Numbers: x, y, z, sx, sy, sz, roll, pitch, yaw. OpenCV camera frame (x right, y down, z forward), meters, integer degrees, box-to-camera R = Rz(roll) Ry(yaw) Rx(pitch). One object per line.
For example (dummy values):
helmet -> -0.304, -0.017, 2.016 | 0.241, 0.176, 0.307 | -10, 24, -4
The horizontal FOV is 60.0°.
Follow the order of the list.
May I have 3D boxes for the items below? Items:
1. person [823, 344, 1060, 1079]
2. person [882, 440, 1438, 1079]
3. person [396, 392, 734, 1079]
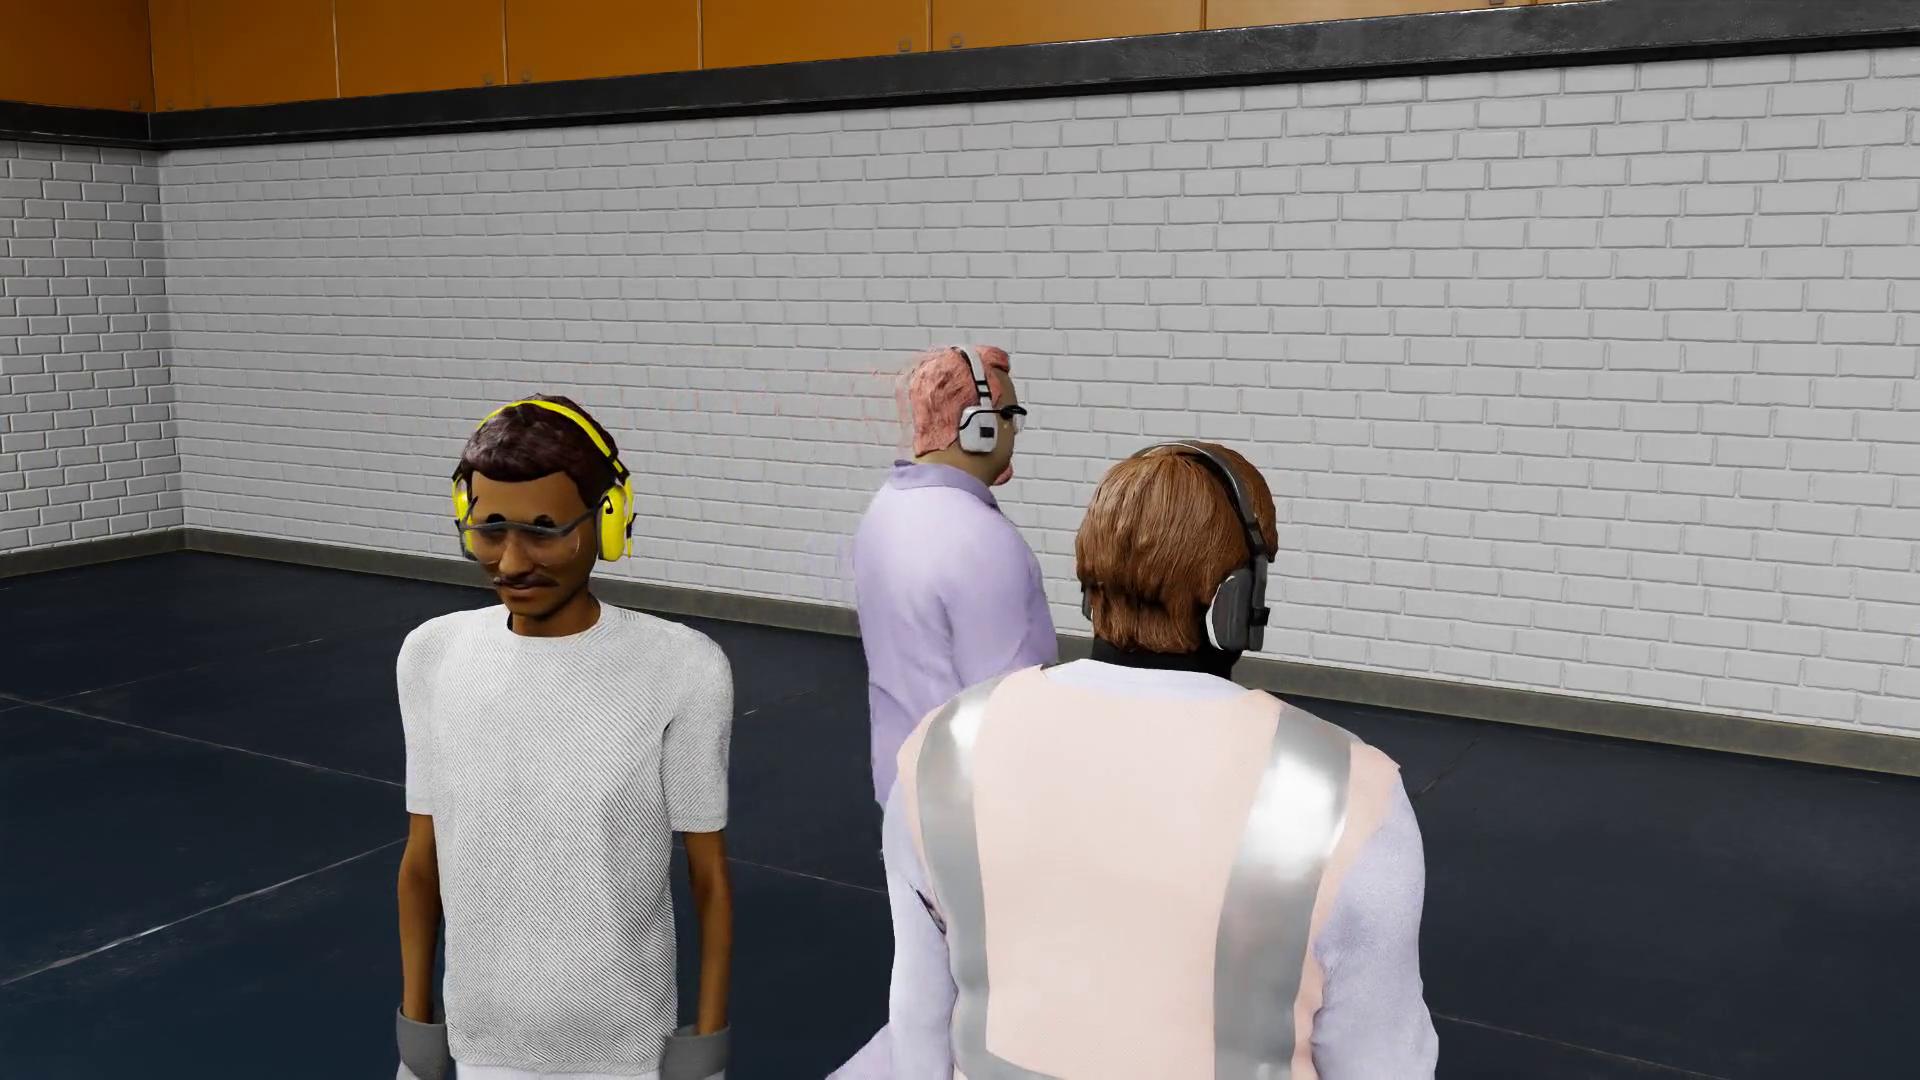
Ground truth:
person -> -0.051, 0.538, 3.436 | 0.787, 1.882, 0.646 | -3, 10, -18
person -> 0.232, 0.802, 1.935 | 0.634, 1.841, 0.429 | 5, 10, 27
person -> -0.563, 0.728, 2.332 | 0.508, 1.865, 0.329 | 1, 9, 6
